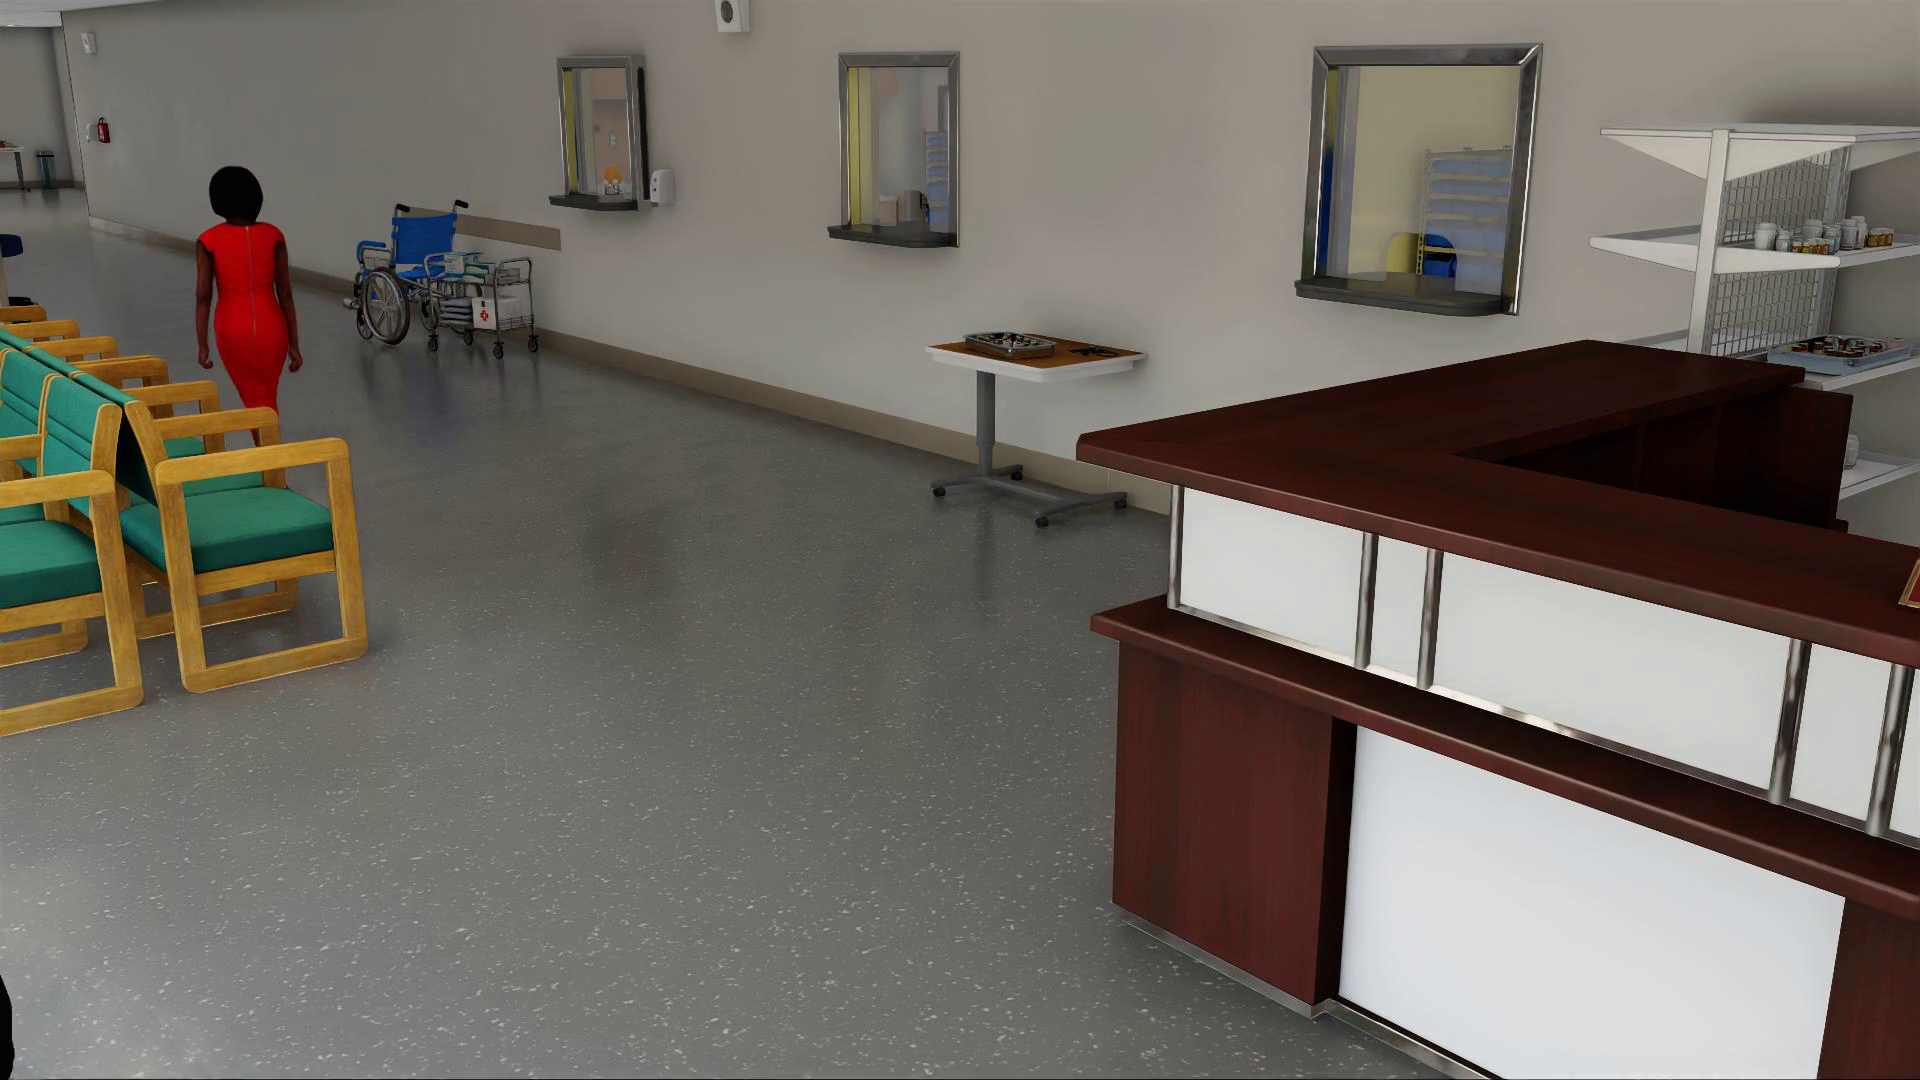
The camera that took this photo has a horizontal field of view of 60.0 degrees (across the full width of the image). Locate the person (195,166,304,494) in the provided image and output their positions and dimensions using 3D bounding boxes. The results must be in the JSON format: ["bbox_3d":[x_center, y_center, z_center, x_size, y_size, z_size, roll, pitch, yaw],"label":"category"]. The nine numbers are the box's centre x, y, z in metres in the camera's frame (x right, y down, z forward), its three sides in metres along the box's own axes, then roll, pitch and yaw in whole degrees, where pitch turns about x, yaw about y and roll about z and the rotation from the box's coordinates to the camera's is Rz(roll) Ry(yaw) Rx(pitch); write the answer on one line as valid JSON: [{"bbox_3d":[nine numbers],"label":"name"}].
[{"bbox_3d":[-3.437,-0.910,8.133,1.016,1.693,0.672,-12,20,-36],"label":"person"}]
